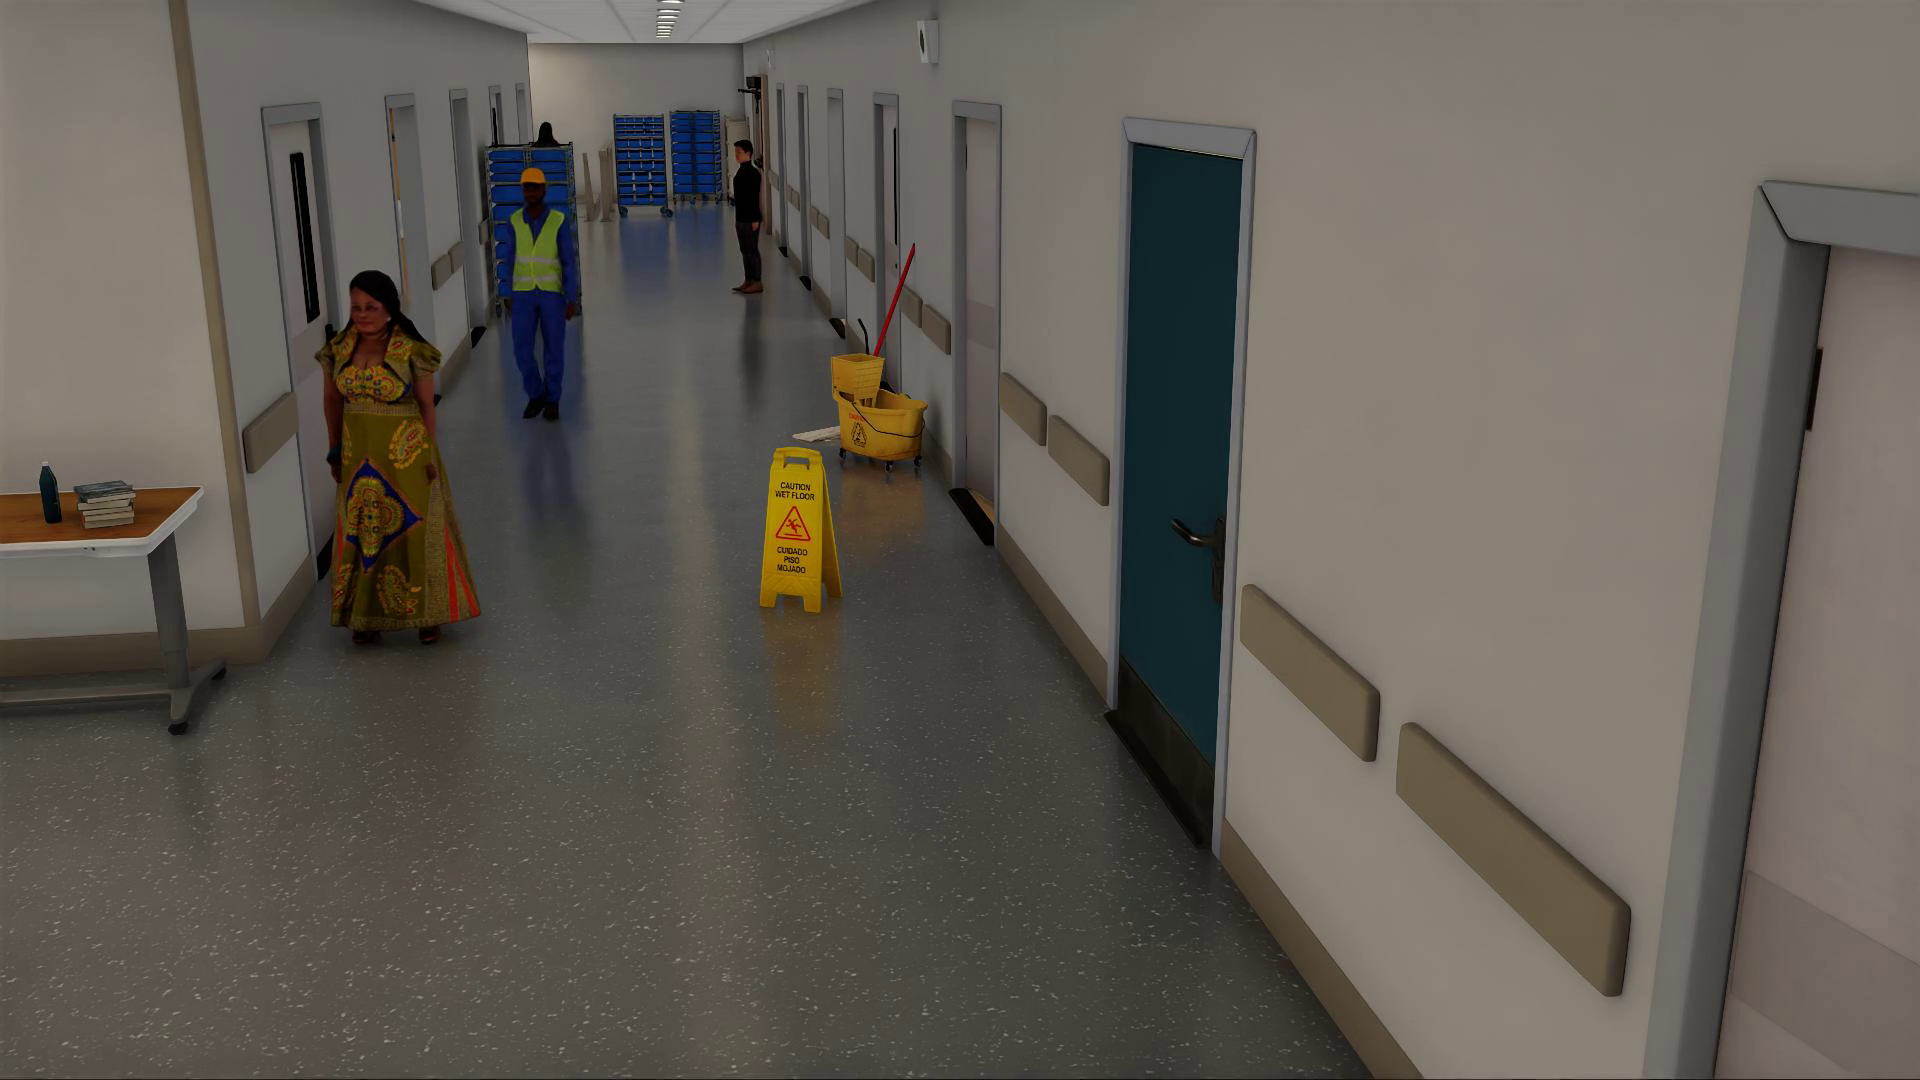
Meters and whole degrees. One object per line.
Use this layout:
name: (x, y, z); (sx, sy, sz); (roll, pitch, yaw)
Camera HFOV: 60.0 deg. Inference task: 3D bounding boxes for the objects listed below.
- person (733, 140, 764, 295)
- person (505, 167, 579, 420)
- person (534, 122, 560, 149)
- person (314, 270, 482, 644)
person: (-2.429, -3.713, 19.081); (0.769, 1.722, 0.603); (-9, 18, -29)
person: (-3.038, -1.792, 12.114); (0.709, 1.805, 0.669); (-1, 16, -3)
person: (-6.837, -6.115, 27.721); (0.628, 1.658, 0.578); (-6, 17, -22)
person: (-2.518, -0.362, 7.314); (0.874, 1.659, 0.795); (-1, 16, -4)
